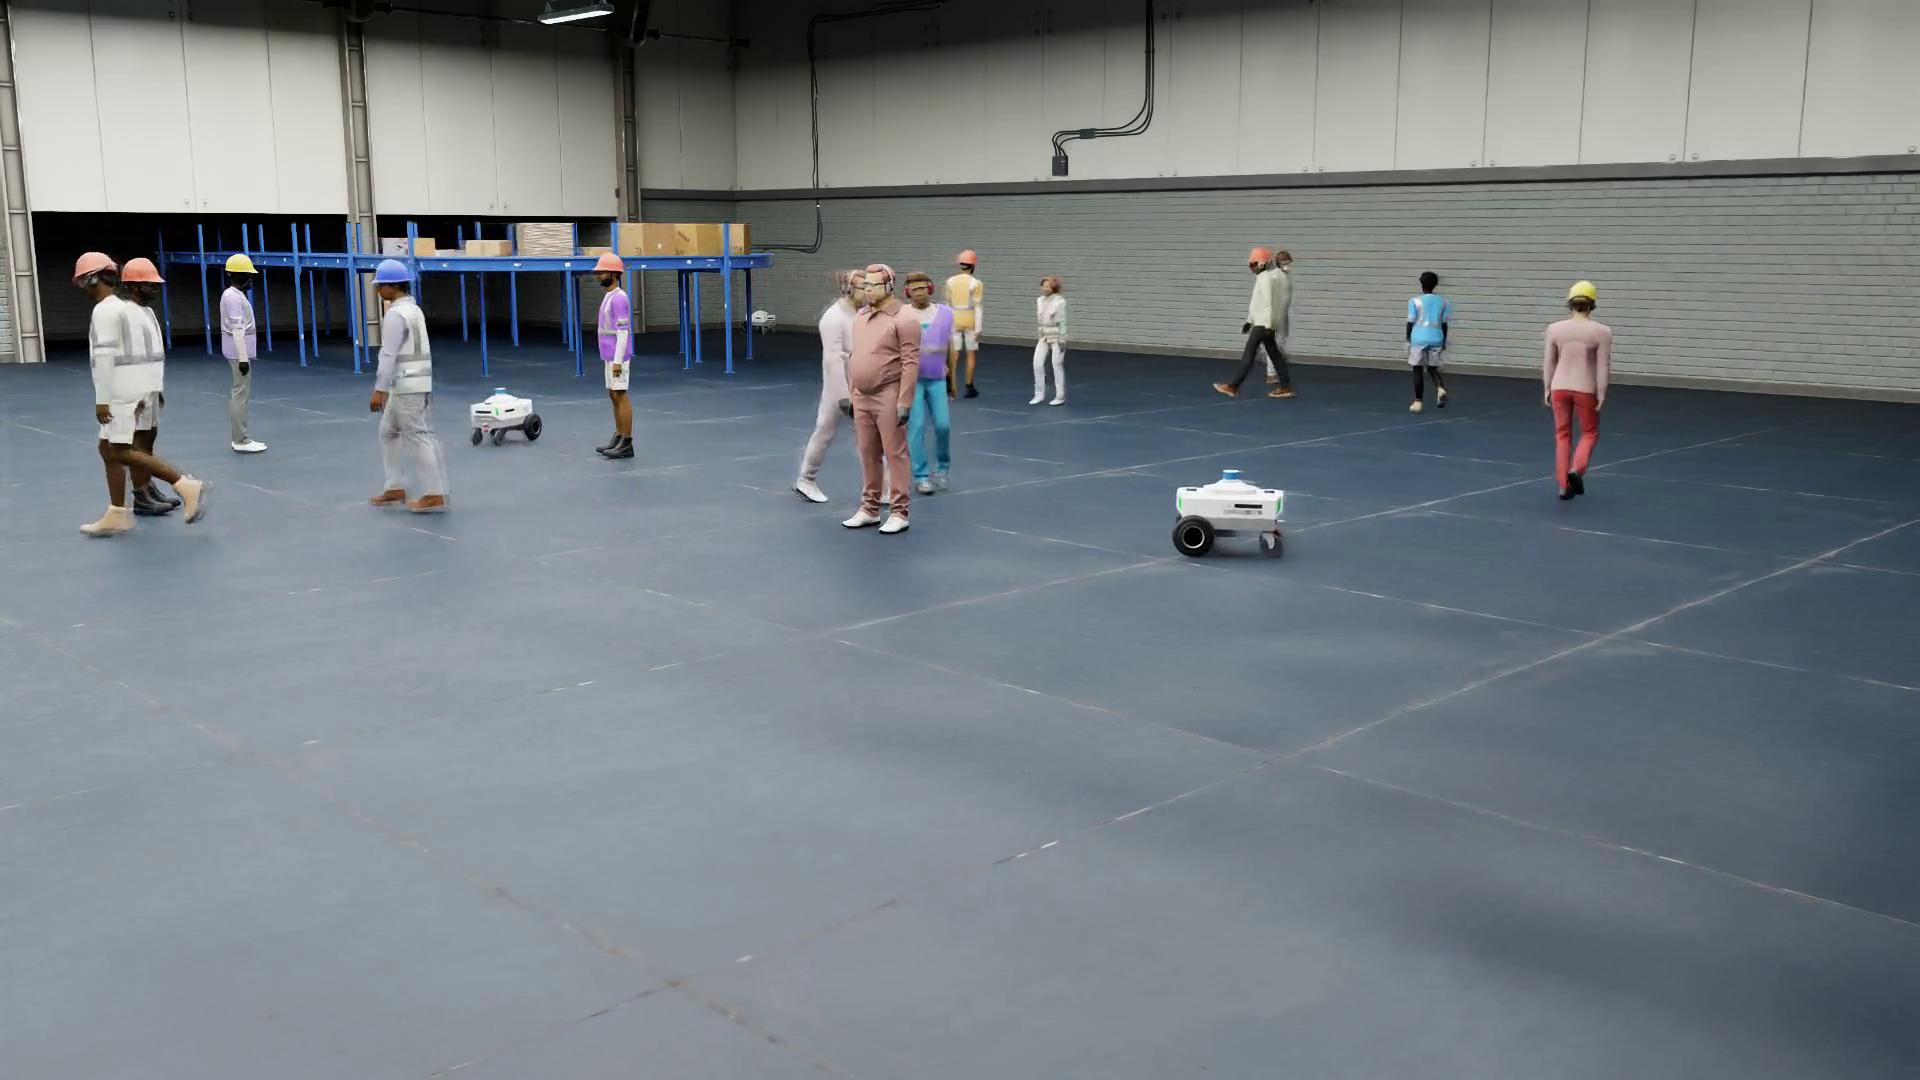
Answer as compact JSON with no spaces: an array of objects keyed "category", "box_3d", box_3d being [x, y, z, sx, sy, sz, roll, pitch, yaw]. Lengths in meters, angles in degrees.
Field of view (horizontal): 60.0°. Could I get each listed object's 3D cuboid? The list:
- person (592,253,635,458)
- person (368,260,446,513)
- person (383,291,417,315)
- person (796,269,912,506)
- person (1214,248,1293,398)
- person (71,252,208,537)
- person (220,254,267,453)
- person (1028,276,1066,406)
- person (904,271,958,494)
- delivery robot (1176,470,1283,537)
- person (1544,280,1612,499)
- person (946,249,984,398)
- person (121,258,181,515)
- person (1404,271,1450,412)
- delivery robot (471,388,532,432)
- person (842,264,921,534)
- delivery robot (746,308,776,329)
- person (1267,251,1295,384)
[{"category":"person","box_3d":[-3.327,-1.771,15.954,0.347,1.942,0.549,-4,11,-22]},{"category":"person","box_3d":[-4.323,-1.163,12.703,0.763,1.921,0.620,-2,11,-9]},{"category":"person","box_3d":[-6.913,-2.462,20.586,0.383,1.628,0.519,7,12,33]},{"category":"person","box_3d":[-0.883,-1.190,13.071,1.037,1.859,0.648,8,13,36]},{"category":"person","box_3d":[3.899,-2.831,21.750,1.042,1.935,0.633,2,11,11]},{"category":"person","box_3d":[-5.836,-1.028,11.752,0.788,2.003,0.666,-4,11,-19]},{"category":"person","box_3d":[-7.039,-1.834,16.338,0.383,1.924,0.594,-5,11,-25]},{"category":"person","box_3d":[1.123,-2.458,20.612,0.568,1.602,0.529,-10,14,-43]},{"category":"person","box_3d":[-0.301,-1.297,13.726,0.589,1.821,0.456,-2,11,-12]},{"category":"delivery robot","box_3d":[1.817,-0.228,11.186,0.707,0.478,0.477,2,11,10]},{"category":"person","box_3d":[4.922,-1.192,13.318,0.528,1.754,0.428,7,13,34]},{"category":"person","box_3d":[0.036,-2.814,21.687,0.555,1.923,0.584,5,12,26]},{"category":"person","box_3d":[-6.221,-1.179,12.737,0.379,1.938,0.547,-2,11,-11]},{"category":"person","box_3d":[5.605,-2.364,19.896,0.543,1.687,0.429,-2,11,-13]},{"category":"delivery robot","box_3d":[-4.727,-1.325,17.169,0.477,0.478,0.707,3,11,17]},{"category":"person","box_3d":[-0.580,-1.012,11.911,0.643,1.909,0.411,10,14,42]},{"category":"delivery robot","box_3d":[-4.325,-4.798,36.109,0.477,0.478,0.707,-10,14,-44]},{"category":"person","box_3d":[4.624,-3.207,23.950,0.404,1.897,0.804,6,12,30]}]
